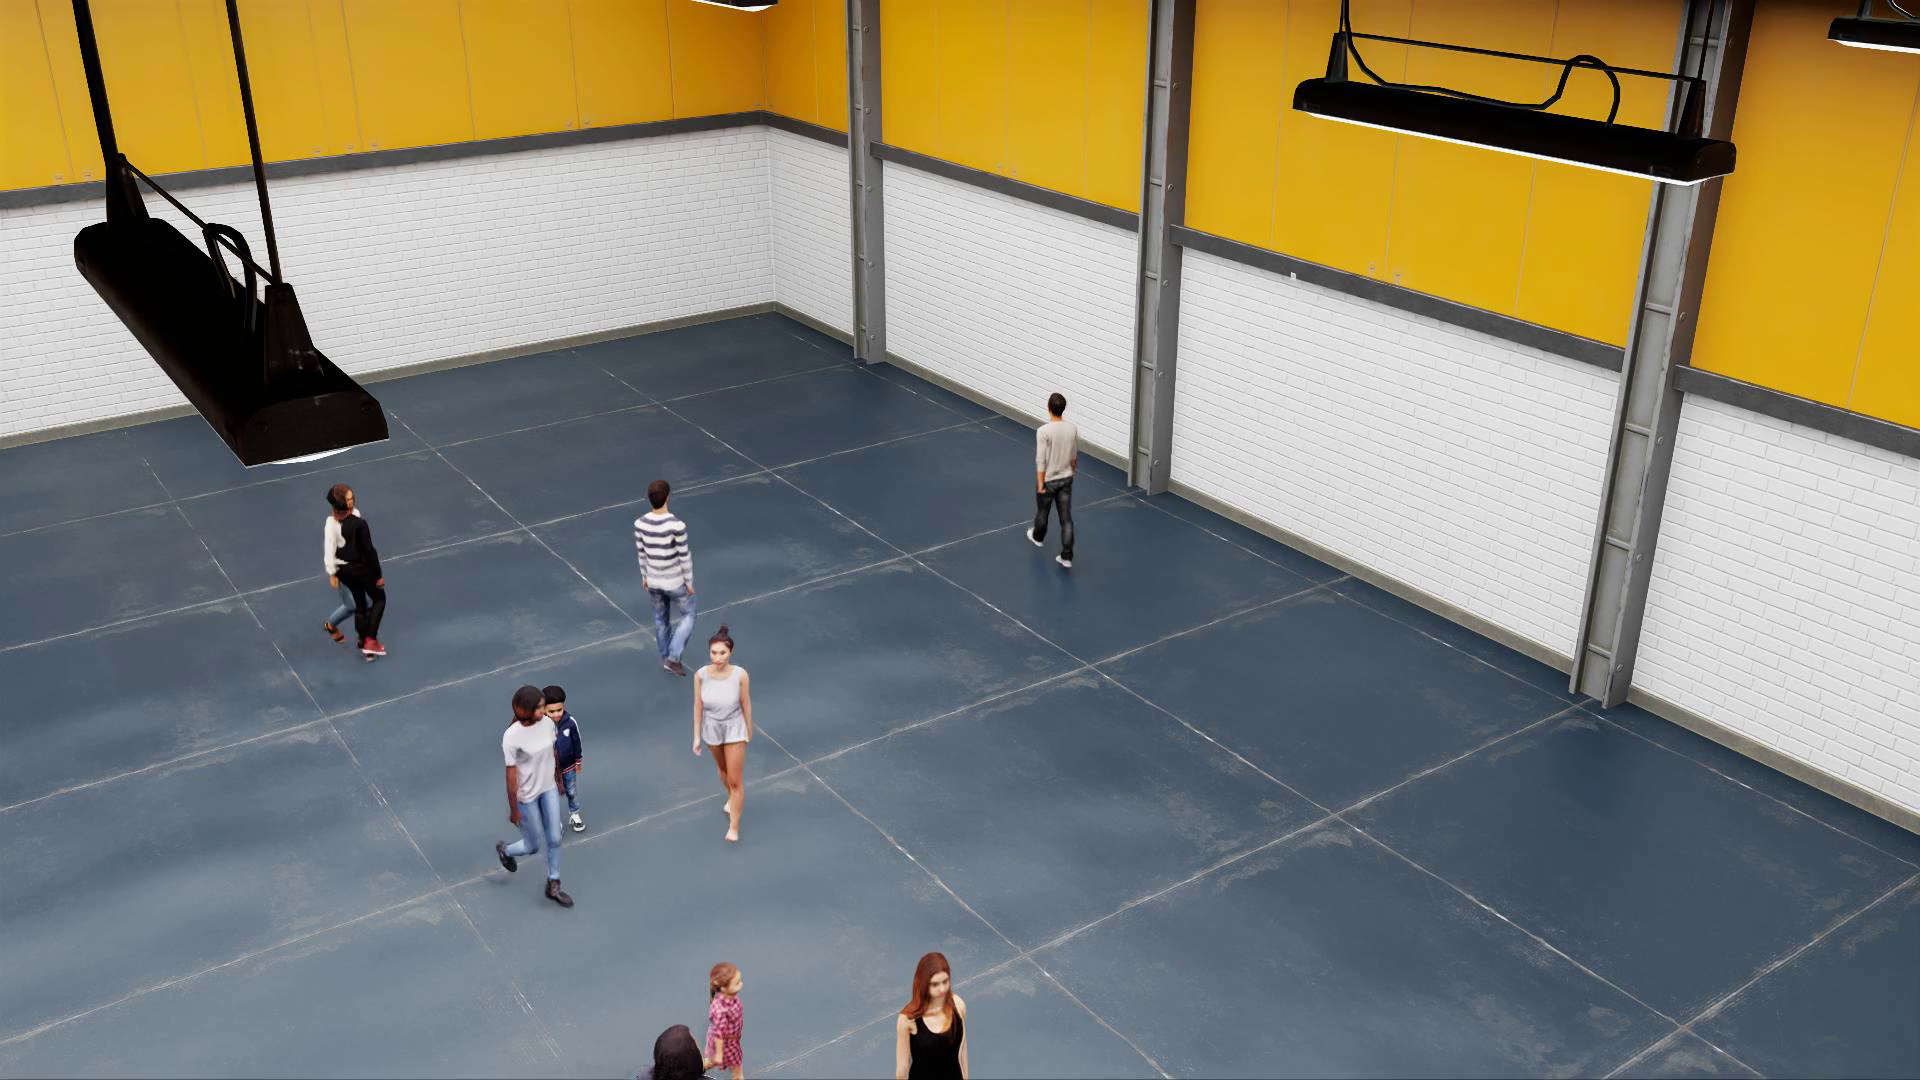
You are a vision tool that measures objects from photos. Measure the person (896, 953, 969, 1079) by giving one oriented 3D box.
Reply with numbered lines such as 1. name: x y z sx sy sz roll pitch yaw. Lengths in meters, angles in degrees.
1. person: -0.146 2.930 8.871 0.599 1.726 0.554 -11 26 -24

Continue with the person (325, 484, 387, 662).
1. person: -5.441 0.345 14.888 0.795 1.644 0.857 7 25 15

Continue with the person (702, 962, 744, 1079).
1. person: -1.437 2.918 9.800 0.751 1.004 0.727 2 24 5

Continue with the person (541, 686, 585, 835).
1. person: -3.010 1.638 12.456 0.557 1.222 0.553 -8 25 -17

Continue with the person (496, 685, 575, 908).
1. person: -3.016 1.764 11.569 0.996 1.701 0.816 15 28 30

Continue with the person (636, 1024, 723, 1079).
1. person: -1.403 3.172 8.502 1.044 1.578 1.021 10 26 22

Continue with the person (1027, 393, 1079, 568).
1. person: 1.019 -0.566 16.829 0.824 1.759 1.197 -10 25 -21

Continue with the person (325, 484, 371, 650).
1. person: -5.606 0.255 15.067 0.917 1.665 0.854 6 24 14

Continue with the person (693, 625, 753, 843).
1. person: -1.766 1.394 12.569 0.935 1.579 1.019 3 24 7

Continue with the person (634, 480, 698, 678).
1. person: -2.593 0.382 14.561 0.919 1.839 0.971 6 24 13
